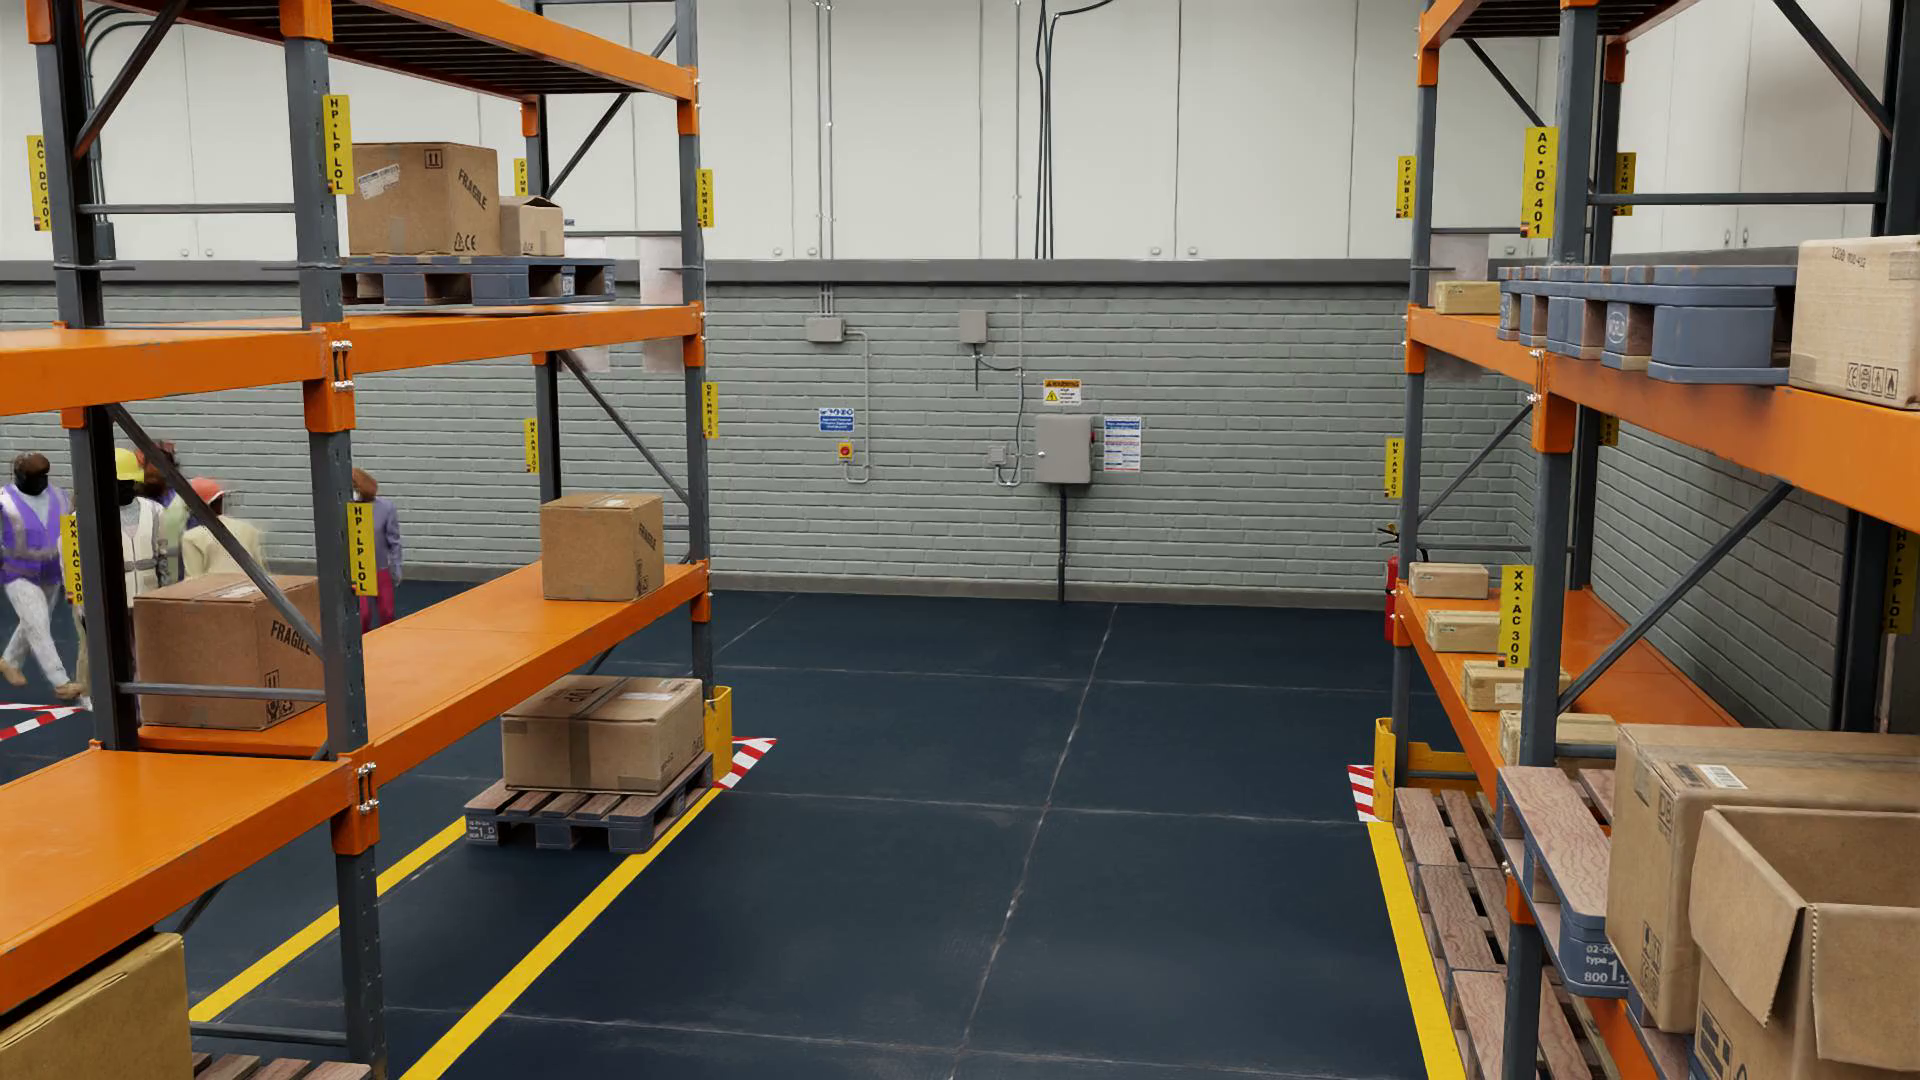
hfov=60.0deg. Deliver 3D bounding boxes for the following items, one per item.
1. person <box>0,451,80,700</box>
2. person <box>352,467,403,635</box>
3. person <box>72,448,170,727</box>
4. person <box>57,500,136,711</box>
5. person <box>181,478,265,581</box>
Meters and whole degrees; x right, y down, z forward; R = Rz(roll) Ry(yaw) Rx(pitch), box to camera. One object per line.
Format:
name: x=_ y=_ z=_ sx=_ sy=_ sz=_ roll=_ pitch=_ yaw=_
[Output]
person: x=-6.651 y=0.241 z=11.864 sx=0.993 sy=1.797 sz=0.623 roll=4 pitch=10 yaw=25
person: x=-4.380 y=0.250 z=12.313 sx=0.508 sy=1.601 sz=0.352 roll=-6 pitch=11 yaw=-31
person: x=-5.273 y=0.375 z=10.539 sx=0.373 sy=1.925 sz=0.592 roll=7 pitch=12 yaw=37
person: x=-5.784 y=0.433 z=11.227 sx=0.852 sy=1.580 sz=0.518 roll=7 pitch=12 yaw=38
person: x=-4.814 y=0.435 z=10.912 sx=0.944 sy=1.680 sz=0.629 roll=5 pitch=11 yaw=30
